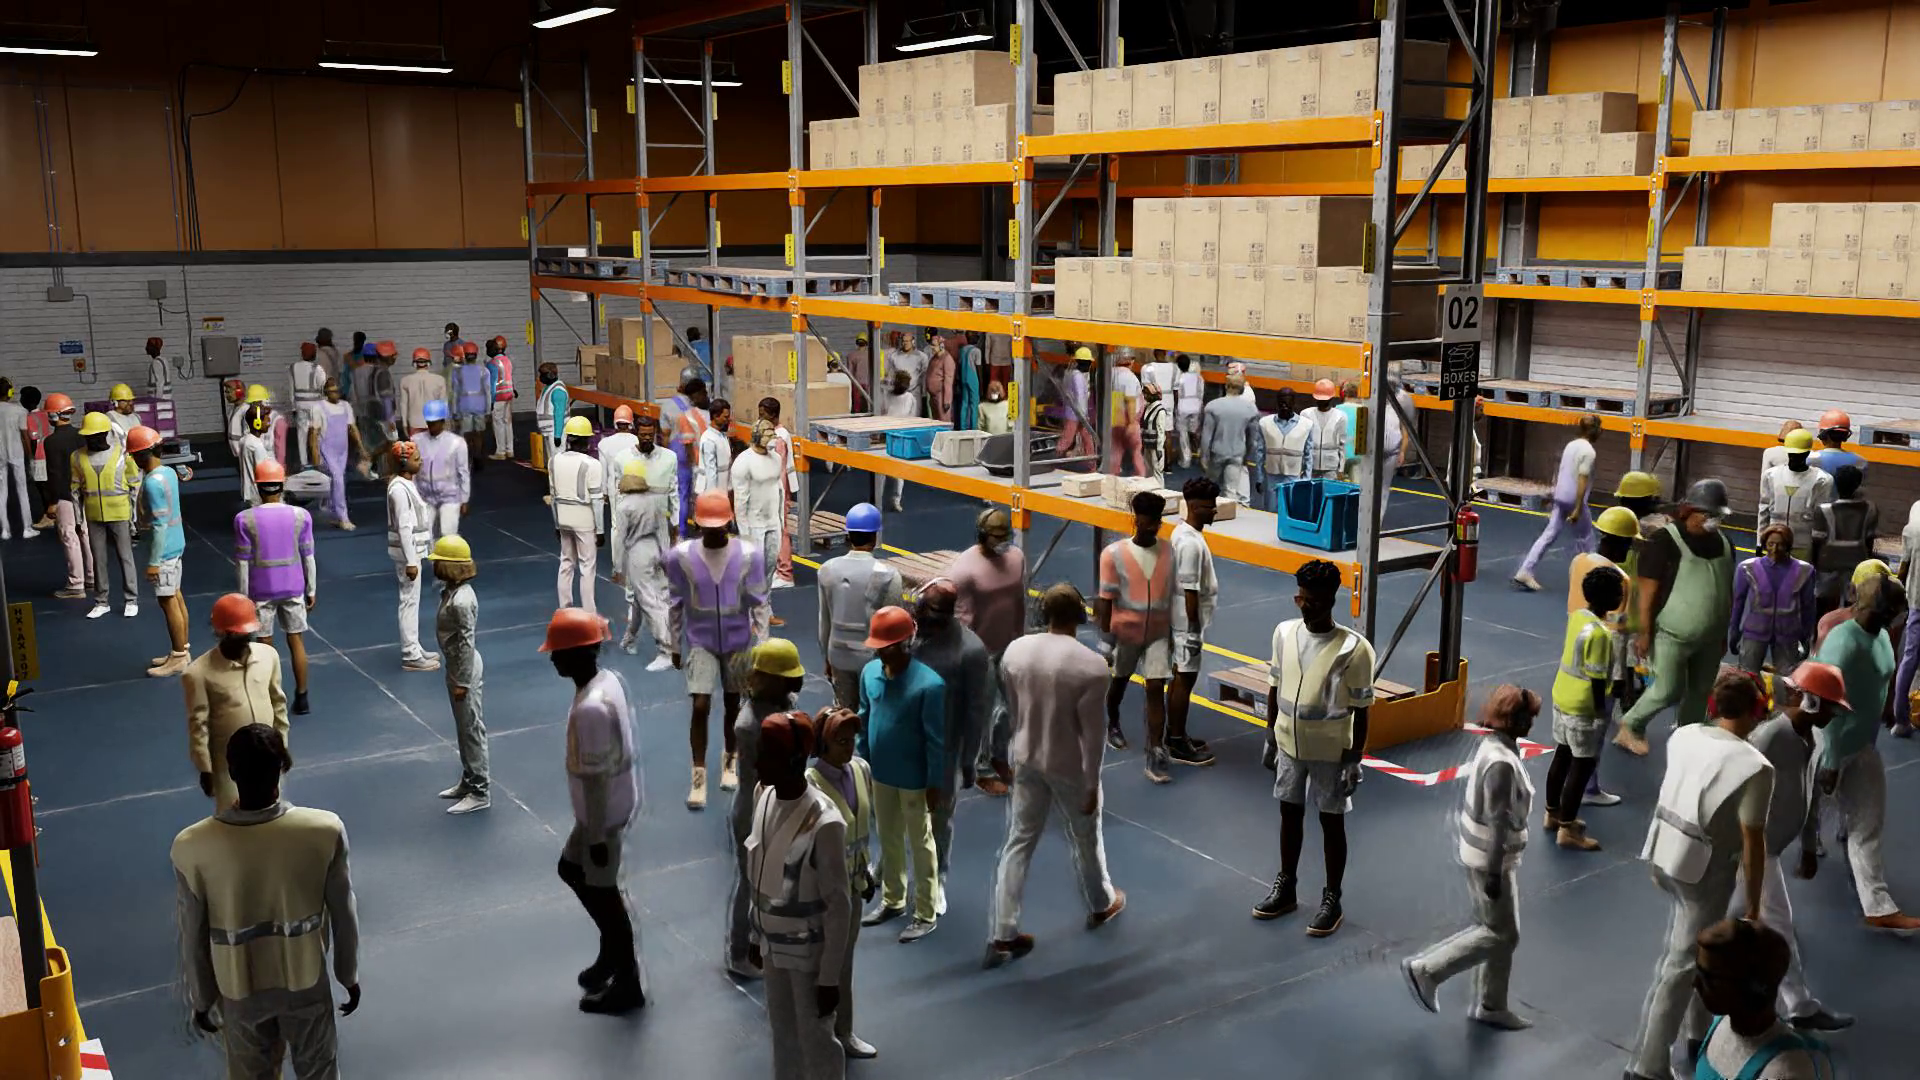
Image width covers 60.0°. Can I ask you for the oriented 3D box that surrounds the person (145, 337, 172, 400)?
[{"bbox_3d":[-12.070,-2.116,25.080,0.345,1.883,0.584,-4,12,-18],"label":"person"}]

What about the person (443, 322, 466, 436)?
[{"bbox_3d":[-8.387,-2.648,27.667,0.636,1.939,0.362,9,14,39],"label":"person"}]

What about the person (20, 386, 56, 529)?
[{"bbox_3d":[-10.938,-0.980,19.747,0.320,1.695,0.538,-2,11,-11],"label":"person"}]

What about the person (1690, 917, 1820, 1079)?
[{"bbox_3d":[2.072,1.919,4.646,0.907,1.801,0.508,0,11,-1],"label":"person"}]

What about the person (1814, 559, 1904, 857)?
[{"bbox_3d":[5.184,0.966,9.632,0.526,1.761,0.337,-1,11,-7],"label":"person"}]

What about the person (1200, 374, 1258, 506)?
[{"bbox_3d":[3.065,-0.956,19.118,0.652,1.892,0.956,0,11,3],"label":"person"}]

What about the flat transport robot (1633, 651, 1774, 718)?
[{"bbox_3d":[5.683,1.081,12.863,0.652,0.197,1.431,-8,14,-36],"label":"flat transport robot"}]

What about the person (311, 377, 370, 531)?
[{"bbox_3d":[-7.302,-1.013,19.610,0.711,1.809,0.549,6,13,29],"label":"person"}]

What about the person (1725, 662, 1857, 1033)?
[{"bbox_3d":[3.748,1.395,7.603,0.621,1.687,0.851,-10,15,-42],"label":"person"}]

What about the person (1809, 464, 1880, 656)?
[{"bbox_3d":[7.264,0.212,13.680,0.545,1.677,0.678,1,11,7],"label":"person"}]

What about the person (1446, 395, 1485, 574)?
[{"bbox_3d":[5.232,-0.580,17.248,0.361,1.879,0.584,3,12,17],"label":"person"}]

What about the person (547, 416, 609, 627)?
[{"bbox_3d":[-3.425,-0.157,14.973,0.588,1.918,0.397,6,13,29],"label":"person"}]

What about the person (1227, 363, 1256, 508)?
[{"bbox_3d":[3.419,-1.248,20.619,0.399,1.899,0.648,-1,11,-5],"label":"person"}]

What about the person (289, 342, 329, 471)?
[{"bbox_3d":[-9.441,-1.930,24.161,0.639,1.877,0.338,3,11,13],"label":"person"}]

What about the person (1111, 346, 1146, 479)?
[{"bbox_3d":[2.280,-1.618,22.134,0.726,2.000,0.723,-4,12,-22],"label":"person"}]

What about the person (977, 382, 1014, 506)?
[{"bbox_3d":[0.467,-1.227,21.294,0.507,1.587,0.859,0,11,-1],"label":"person"}]

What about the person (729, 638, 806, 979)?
[{"bbox_3d":[-0.920,1.294,8.045,0.474,1.718,0.546,5,12,26],"label":"person"}]

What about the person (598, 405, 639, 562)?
[{"bbox_3d":[-3.457,-0.527,17.278,0.564,1.755,0.323,0,11,0],"label":"person"}]

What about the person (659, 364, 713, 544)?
[{"bbox_3d":[-3.025,-0.969,18.811,0.682,2.000,0.537,-1,11,-4],"label":"person"}]

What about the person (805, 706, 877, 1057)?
[{"bbox_3d":[-0.548,1.507,7.169,0.314,1.640,0.516,7,13,32],"label":"person"}]

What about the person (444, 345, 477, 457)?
[{"bbox_3d":[-7.669,-2.118,25.464,0.433,1.736,0.605,-8,14,-37],"label":"person"}]

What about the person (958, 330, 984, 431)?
[{"bbox_3d":[0.181,-2.576,27.588,0.466,1.844,0.529,-11,15,-44],"label":"person"}]

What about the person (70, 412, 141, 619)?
[{"bbox_3d":[-7.852,-0.227,15.309,0.594,1.922,0.376,-2,11,-8],"label":"person"}]

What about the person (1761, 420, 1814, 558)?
[{"bbox_3d":[8.446,-0.411,17.003,0.497,1.633,0.285,5,12,25],"label":"person"}]

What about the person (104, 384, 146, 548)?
[{"bbox_3d":[-9.349,-0.839,18.677,0.403,1.835,0.588,3,11,13],"label":"person"}]

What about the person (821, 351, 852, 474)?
[{"bbox_3d":[-1.815,-1.838,23.999,0.521,1.758,0.349,-5,12,-26],"label":"person"}]

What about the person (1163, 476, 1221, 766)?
[{"bbox_3d":[1.566,0.536,11.304,0.366,1.963,0.610,0,11,2],"label":"person"}]

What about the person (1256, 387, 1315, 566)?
[{"bbox_3d":[3.424,-0.666,17.574,0.590,1.918,0.391,3,11,15],"label":"person"}]

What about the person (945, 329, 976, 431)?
[{"bbox_3d":[-0.019,-2.773,28.212,0.613,1.985,0.423,-3,11,-13],"label":"person"}]

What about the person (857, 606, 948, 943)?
[{"bbox_3d":[-0.325,1.186,8.562,0.573,1.739,0.355,9,14,40],"label":"person"}]

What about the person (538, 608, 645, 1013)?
[{"bbox_3d":[-1.698,1.257,7.771,0.491,1.912,0.571,-1,11,-6],"label":"person"}]

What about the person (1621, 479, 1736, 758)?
[{"bbox_3d":[4.786,0.562,10.974,0.717,2.000,0.642,-3,12,-16],"label":"person"}]

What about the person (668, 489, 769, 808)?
[{"bbox_3d":[-1.513,0.672,10.486,0.623,2.004,0.850,-2,11,-11],"label":"person"}]

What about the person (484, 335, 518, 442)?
[{"bbox_3d":[-7.507,-2.481,27.283,0.573,1.749,0.332,-11,15,-43],"label":"person"}]

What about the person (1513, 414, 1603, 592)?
[{"bbox_3d":[5.988,-0.358,16.448,1.061,1.771,0.492,-4,12,-18],"label":"person"}]

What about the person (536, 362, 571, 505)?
[{"bbox_3d":[-5.247,-1.382,21.476,0.429,1.832,0.631,-5,12,-25],"label":"person"}]

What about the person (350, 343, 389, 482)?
[{"bbox_3d":[-8.187,-1.772,23.194,0.604,1.939,0.414,4,12,20],"label":"person"}]

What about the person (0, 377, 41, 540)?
[{"bbox_3d":[-10.913,-0.935,19.084,0.532,1.869,0.314,-3,11,-14],"label":"person"}]

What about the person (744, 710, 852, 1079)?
[{"bbox_3d":[-0.627,1.554,6.304,0.362,1.883,0.575,-8,14,-35],"label":"person"}]

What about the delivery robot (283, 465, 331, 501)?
[{"bbox_3d":[-8.213,-0.703,21.023,0.707,0.478,0.477,1,11,4],"label":"delivery robot"}]

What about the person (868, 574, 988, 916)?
[{"bbox_3d":[-0.262,1.072,8.829,0.845,1.864,0.415,6,12,27],"label":"person"}]

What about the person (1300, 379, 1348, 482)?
[{"bbox_3d":[3.974,-0.814,18.310,0.543,1.928,0.373,3,11,14],"label":"person"}]

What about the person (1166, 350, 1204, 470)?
[{"bbox_3d":[3.287,-2.010,24.578,0.614,1.875,0.873,0,11,0],"label":"person"}]

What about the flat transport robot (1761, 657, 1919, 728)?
[{"bbox_3d":[6.860,1.129,12.614,0.652,0.197,1.431,-7,13,-33],"label":"flat transport robot"}]

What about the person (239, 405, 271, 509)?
[{"bbox_3d":[-6.897,-0.403,16.404,0.345,1.856,0.525,-9,14,-38],"label":"person"}]

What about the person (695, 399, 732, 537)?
[{"bbox_3d":[-2.426,-0.456,16.540,0.401,1.908,0.598,0,11,1],"label":"person"}]

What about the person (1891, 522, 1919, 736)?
[{"bbox_3d":[6.862,0.507,11.721,0.328,1.862,0.513,-7,13,-31],"label":"person"}]

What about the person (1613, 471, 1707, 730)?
[{"bbox_3d":[4.977,0.438,12.033,0.594,1.883,0.976,-9,14,-38],"label":"person"}]
